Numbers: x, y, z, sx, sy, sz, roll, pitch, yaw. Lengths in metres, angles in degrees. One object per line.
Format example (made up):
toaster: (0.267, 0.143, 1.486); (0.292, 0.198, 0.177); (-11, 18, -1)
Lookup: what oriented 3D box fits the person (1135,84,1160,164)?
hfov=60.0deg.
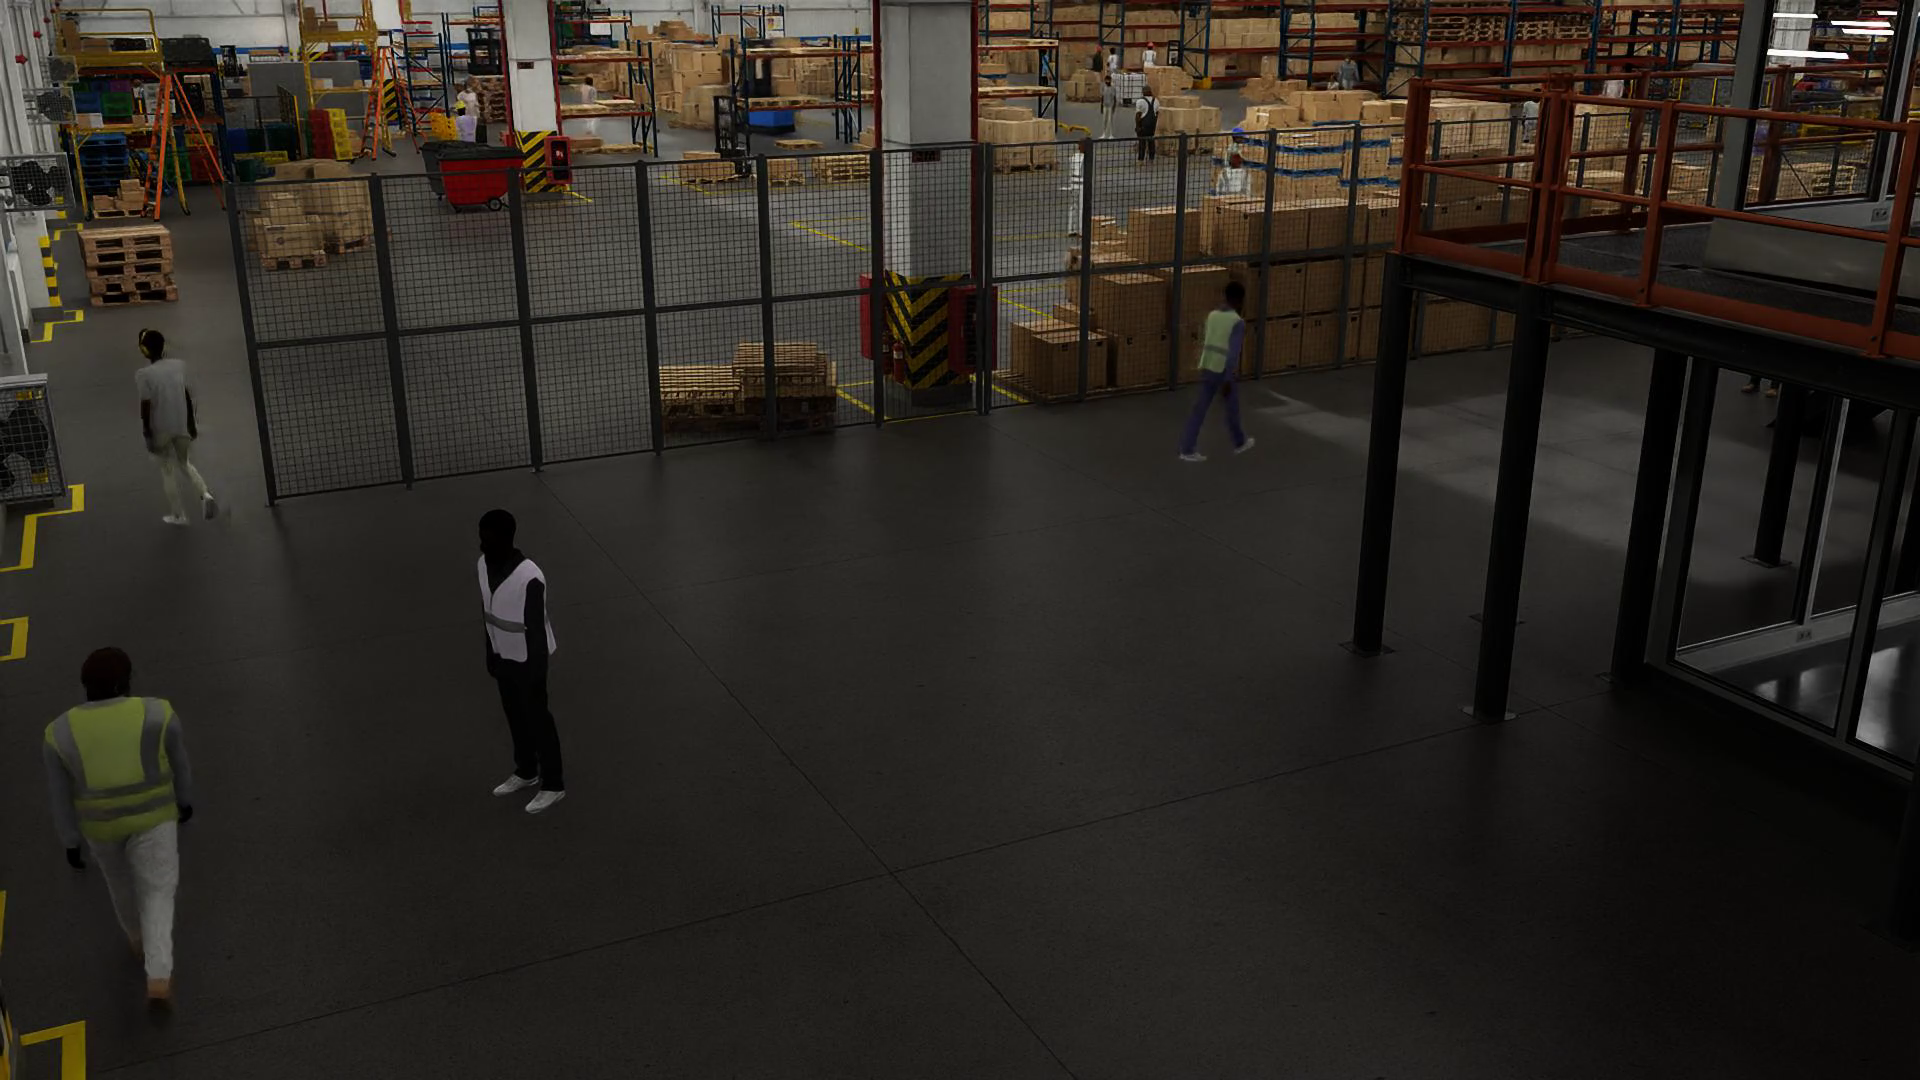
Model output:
person: (4.830, -10.873, 43.457); (0.683, 2.000, 0.536); (-10, 21, -27)

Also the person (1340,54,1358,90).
person: (14.258, -16.891, 61.125); (0.650, 1.902, 0.830); (2, 19, 6)

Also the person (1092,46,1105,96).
person: (5.554, -18.467, 65.587); (0.933, 1.955, 0.653); (10, 22, 28)

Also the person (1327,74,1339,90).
person: (12.088, -14.294, 53.997); (0.315, 1.629, 0.508); (-10, 21, -26)

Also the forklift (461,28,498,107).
forklift: (-17.262, -17.088, 60.206); (1.129, 2.768, 1.873); (3, 19, 8)

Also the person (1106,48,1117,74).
person: (6.360, -19.958, 70.348); (0.630, 1.677, 0.538); (14, 23, 34)

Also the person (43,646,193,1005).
person: (-4.137, 1.404, 8.256); (0.616, 1.800, 0.965); (-7, 20, -19)

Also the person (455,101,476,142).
person: (-11.678, -9.378, 39.294); (0.364, 1.929, 0.585); (10, 22, 28)

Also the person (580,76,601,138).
person: (-11.028, -12.904, 49.661); (0.652, 1.829, 0.442); (12, 22, 31)

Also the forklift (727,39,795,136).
forklift: (-6.124, -13.882, 50.911); (1.873, 2.768, 1.129); (12, 22, 30)

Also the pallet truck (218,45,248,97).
pallet truck: (-28.879, -18.665, 66.111); (0.823, 1.965, 1.885); (-3, 19, -9)

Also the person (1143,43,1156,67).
person: (7.977, -19.982, 70.125); (0.558, 1.879, 1.032); (2, 19, 7)

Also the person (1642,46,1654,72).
person: (28.658, -19.656, 69.330); (0.315, 1.770, 0.524); (-10, 22, -27)

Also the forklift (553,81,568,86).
forklift: (-18.035, -20.936, 71.360); (1.873, 2.768, 1.129); (-12, 22, -31)

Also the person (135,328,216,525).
person: (-7.158, -1.010, 15.154); (0.533, 1.850, 0.543); (12, 22, 31)

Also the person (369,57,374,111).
person: (-20.711, -16.183, 59.062); (0.617, 1.901, 0.628); (5, 20, 14)

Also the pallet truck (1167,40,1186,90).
pallet truck: (9.045, -19.971, 69.895); (0.823, 1.965, 1.885); (-3, 19, -8)

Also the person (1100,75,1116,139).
person: (4.429, -12.939, 49.725); (0.531, 1.858, 0.324); (14, 23, 34)

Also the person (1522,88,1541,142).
person: (14.845, -10.707, 43.088); (0.603, 1.967, 0.367); (5, 20, 15)

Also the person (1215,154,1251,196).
person: (4.786, -5.883, 29.293); (0.578, 1.828, 1.012); (-1, 19, -4)

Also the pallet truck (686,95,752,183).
pallet truck: (-5.836, -9.608, 39.856); (0.823, 1.965, 1.885); (10, 22, 27)

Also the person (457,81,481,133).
person: (-13.688, -11.819, 46.403); (0.409, 1.916, 0.644); (15, 24, 36)

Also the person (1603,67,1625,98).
person: (21.241, -14.441, 54.102); (1.008, 1.840, 0.763); (-16, 25, -39)

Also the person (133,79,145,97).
person: (-25.350, -13.407, 51.424); (0.522, 1.631, 0.324); (6, 20, 17)

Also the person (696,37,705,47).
person: (-11.767, -21.792, 75.327); (0.545, 1.907, 0.943); (12, 22, 31)

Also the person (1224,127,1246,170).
person: (5.407, -7.158, 32.828); (0.406, 1.946, 0.608); (4, 19, 11)

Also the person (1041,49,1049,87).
person: (3.490, -19.564, 69.166); (0.316, 1.698, 0.541); (12, 22, 31)

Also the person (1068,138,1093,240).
person: (2.283, -6.629, 31.410); (0.354, 1.877, 0.574); (-15, 24, -37)

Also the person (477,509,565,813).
person: (-2.669, 0.710, 10.088); (0.586, 1.910, 0.395); (16, 25, 39)

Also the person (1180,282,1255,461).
person: (2.706, -1.744, 17.317); (1.034, 1.844, 0.594); (-12, 23, -32)
